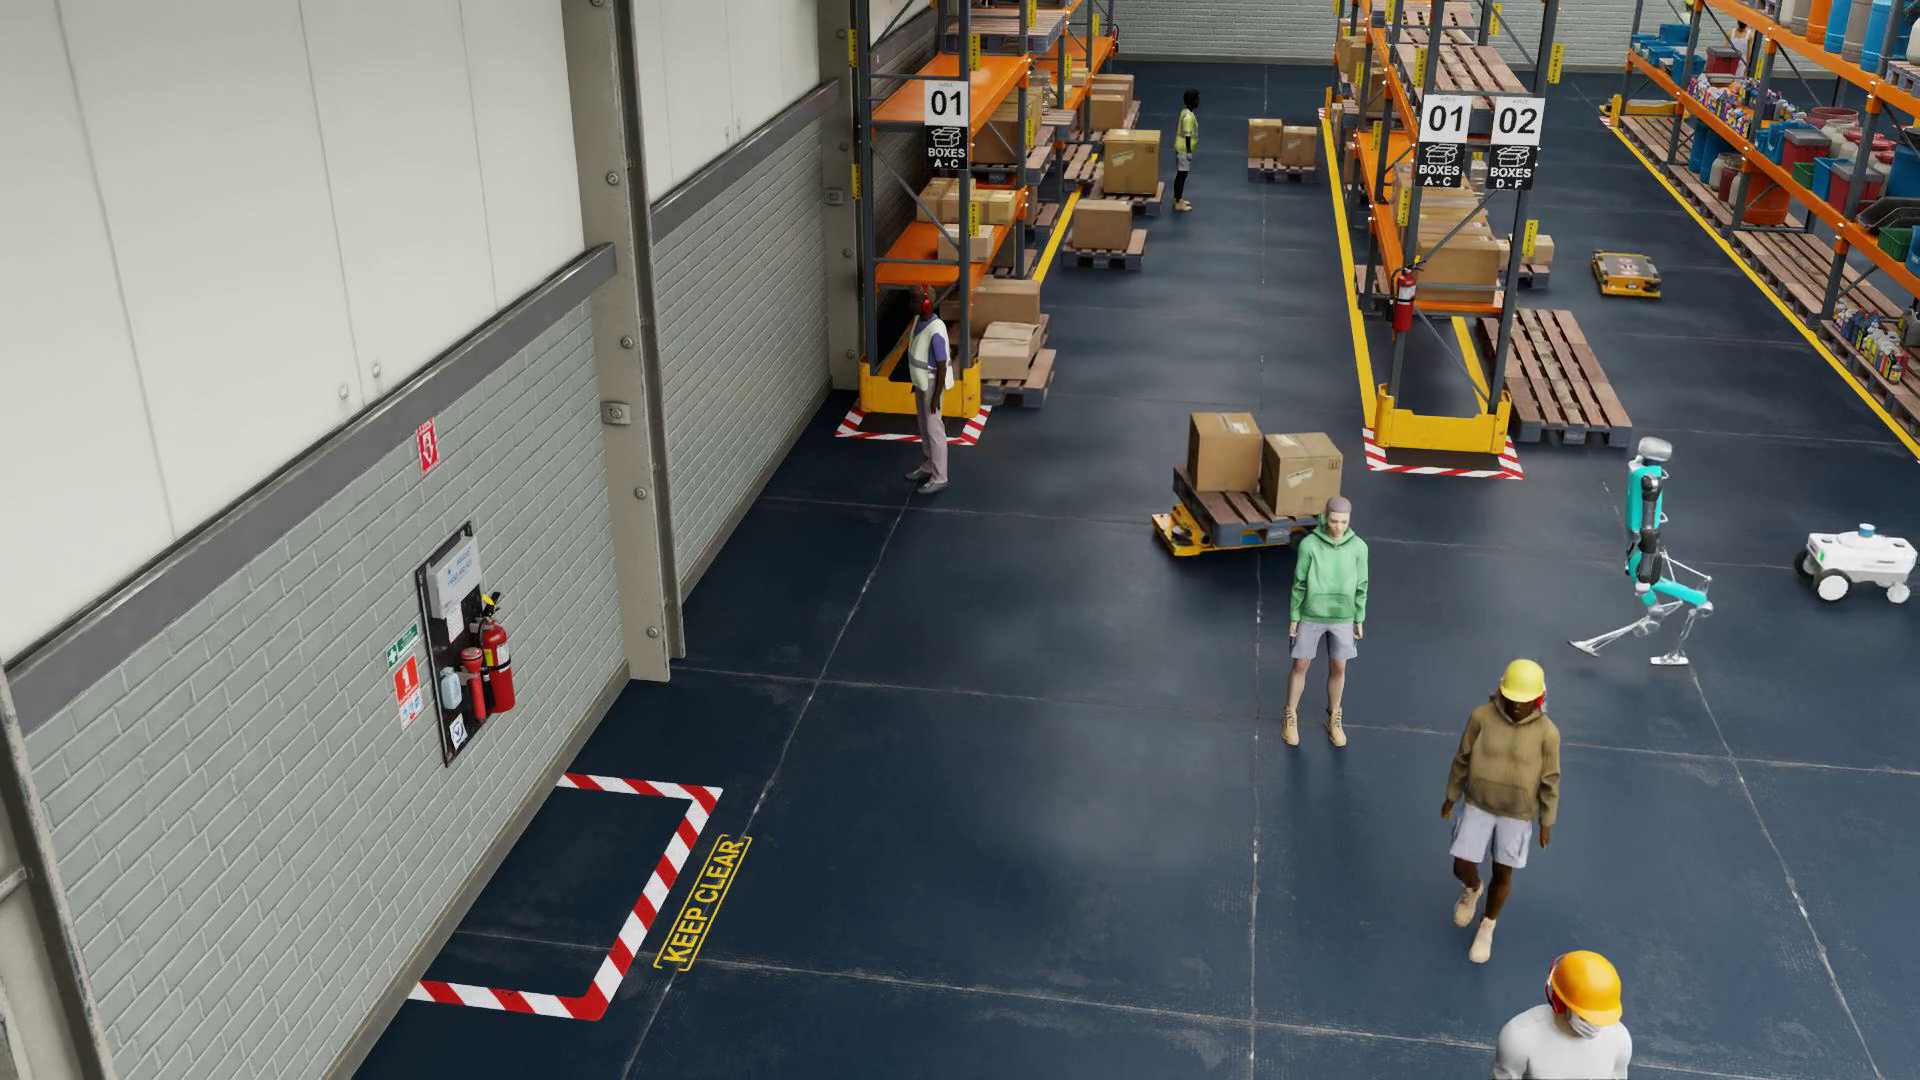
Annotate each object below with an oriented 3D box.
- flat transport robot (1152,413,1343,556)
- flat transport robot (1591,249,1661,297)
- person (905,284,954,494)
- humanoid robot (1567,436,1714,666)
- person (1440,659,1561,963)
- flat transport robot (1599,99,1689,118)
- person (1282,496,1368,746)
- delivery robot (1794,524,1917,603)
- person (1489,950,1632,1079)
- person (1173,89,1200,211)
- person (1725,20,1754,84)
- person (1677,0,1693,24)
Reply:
[{"bbox_3d":[2.355,-0.132,13.639,1.431,0.231,0.659,-4,25,-9],"label":"flat transport robot"},{"bbox_3d":[8.133,-3.257,20.328,0.659,0.231,1.431,6,26,13],"label":"flat transport robot"},{"bbox_3d":[-0.255,-1.311,14.301,0.375,1.843,0.566,-8,26,-17],"label":"person"},{"bbox_3d":[4.785,0.143,11.324,1.027,1.732,0.557,4,25,9],"label":"humanoid robot"},{"bbox_3d":[2.801,1.383,8.637,0.570,1.754,0.445,11,27,22],"label":"person"},{"bbox_3d":[12.336,-7.775,29.999,1.431,0.231,0.659,4,25,9],"label":"flat transport robot"},{"bbox_3d":[2.319,0.513,10.542,0.471,1.728,0.326,2,25,4],"label":"person"},{"bbox_3d":[6.825,0.164,12.665,0.781,0.591,0.499,3,25,7],"label":"delivery robot"},{"bbox_3d":[2.265,2.351,6.418,0.569,1.889,0.389,0,25,0],"label":"person"},{"bbox_3d":[3.191,-5.508,23.470,0.322,1.690,0.532,1,25,2],"label":"person"},{"bbox_3d":[13.742,-8.410,29.500,0.509,1.849,0.445,13,28,27],"label":"person"},{"bbox_3d":[13.988,-9.647,32.257,0.452,1.754,0.524,-4,25,-8],"label":"person"}]
